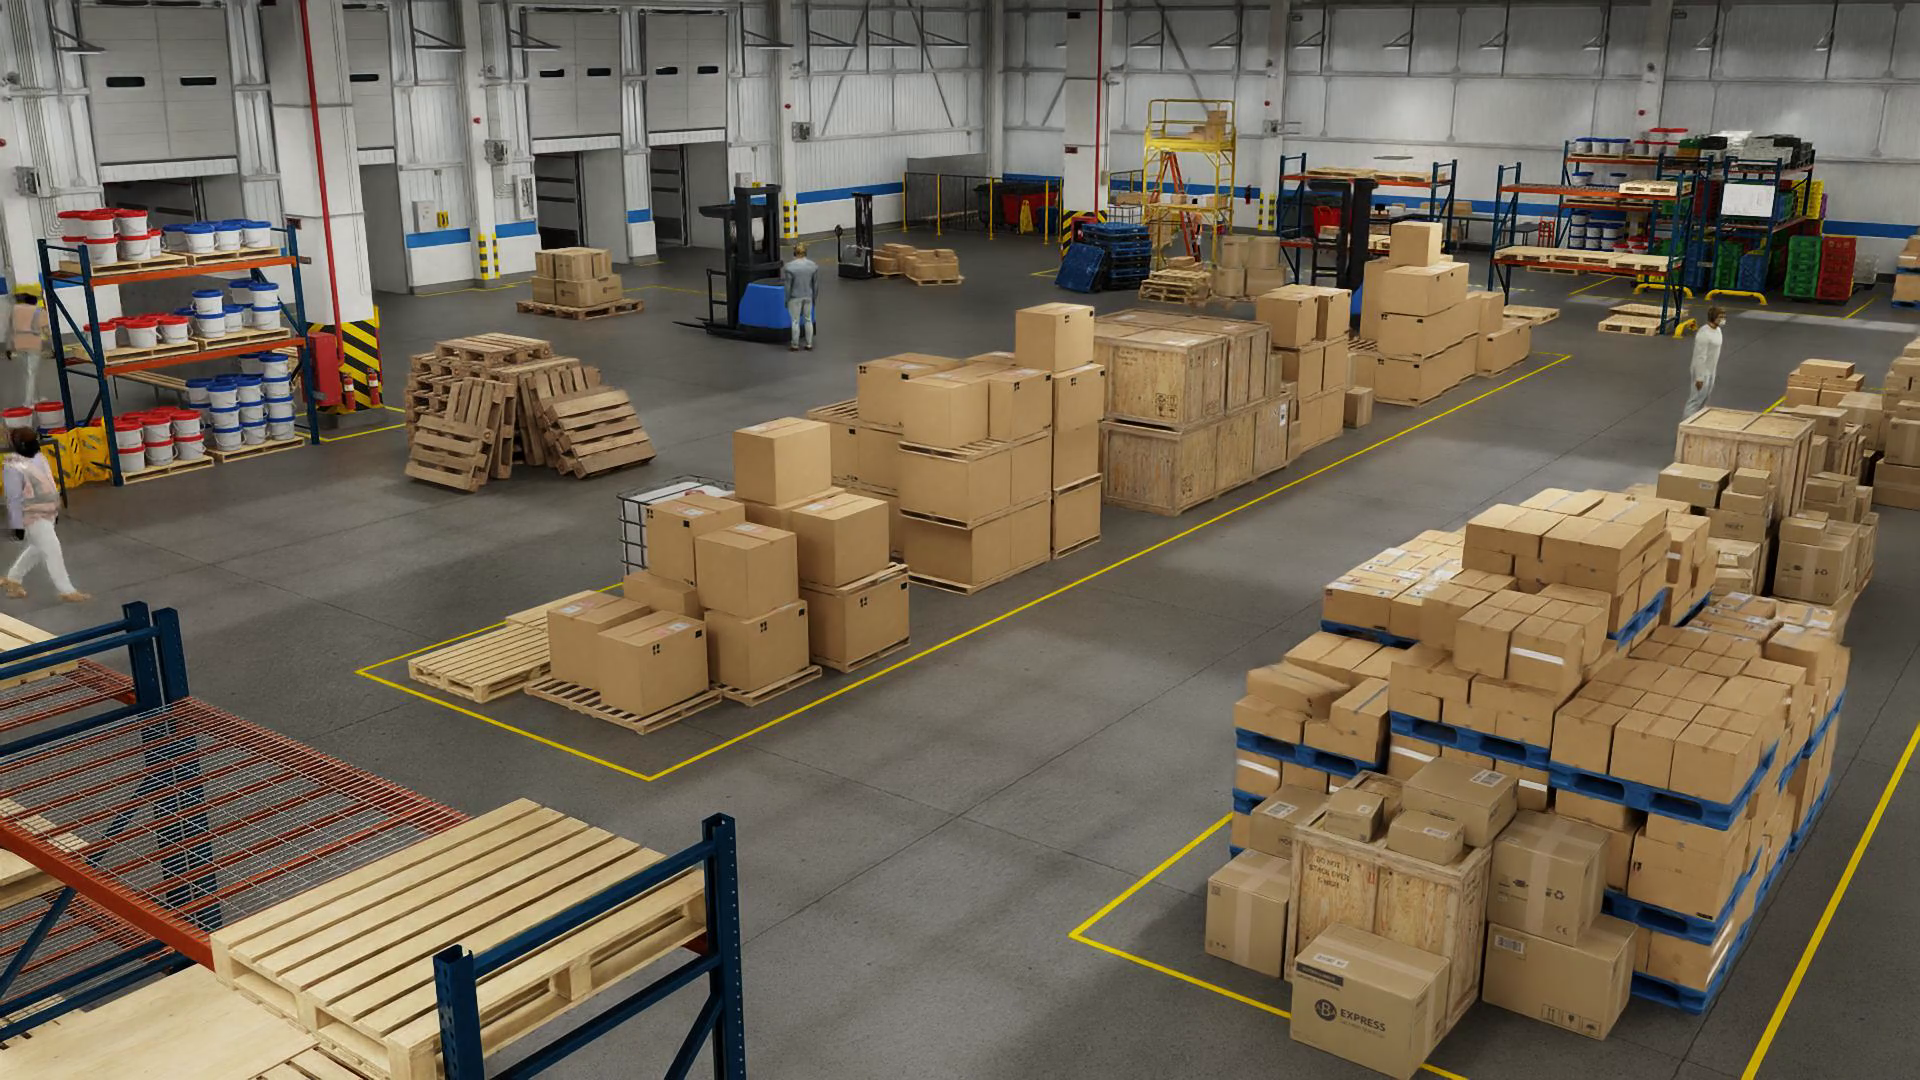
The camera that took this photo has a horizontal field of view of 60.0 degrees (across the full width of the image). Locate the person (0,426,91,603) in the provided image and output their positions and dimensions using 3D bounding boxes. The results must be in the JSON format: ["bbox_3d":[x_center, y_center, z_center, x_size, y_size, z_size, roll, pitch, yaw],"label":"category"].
[{"bbox_3d":[-9.175,-0.250,16.426,0.861,1.812,0.632,-1,17,-4],"label":"person"}]

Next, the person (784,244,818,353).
[{"bbox_3d":[-2.829,-4.310,29.675,0.634,1.929,0.380,-9,19,-26],"label":"person"}]

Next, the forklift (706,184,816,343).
[{"bbox_3d":[-3.714,-5.181,30.930,1.873,2.768,1.129,12,21,35],"label":"forklift"}]

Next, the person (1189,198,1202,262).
[{"bbox_3d":[5.727,-7.457,40.482,0.319,1.697,0.532,-2,17,-7],"label":"person"}]

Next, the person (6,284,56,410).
[{"bbox_3d":[-14.045,-2.923,25.181,0.606,1.859,0.814,0,17,0],"label":"person"}]

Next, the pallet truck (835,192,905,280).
[{"bbox_3d":[-1.936,-7.159,38.982,1.885,1.965,0.823,-12,21,-34],"label":"pallet truck"}]

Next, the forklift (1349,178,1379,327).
[{"bbox_3d":[7.734,-5.553,32.163,1.873,2.768,1.129,3,17,10],"label":"forklift"}]

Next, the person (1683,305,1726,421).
[{"bbox_3d":[10.280,-2.280,22.957,0.379,1.930,0.624,13,21,38],"label":"person"}]
